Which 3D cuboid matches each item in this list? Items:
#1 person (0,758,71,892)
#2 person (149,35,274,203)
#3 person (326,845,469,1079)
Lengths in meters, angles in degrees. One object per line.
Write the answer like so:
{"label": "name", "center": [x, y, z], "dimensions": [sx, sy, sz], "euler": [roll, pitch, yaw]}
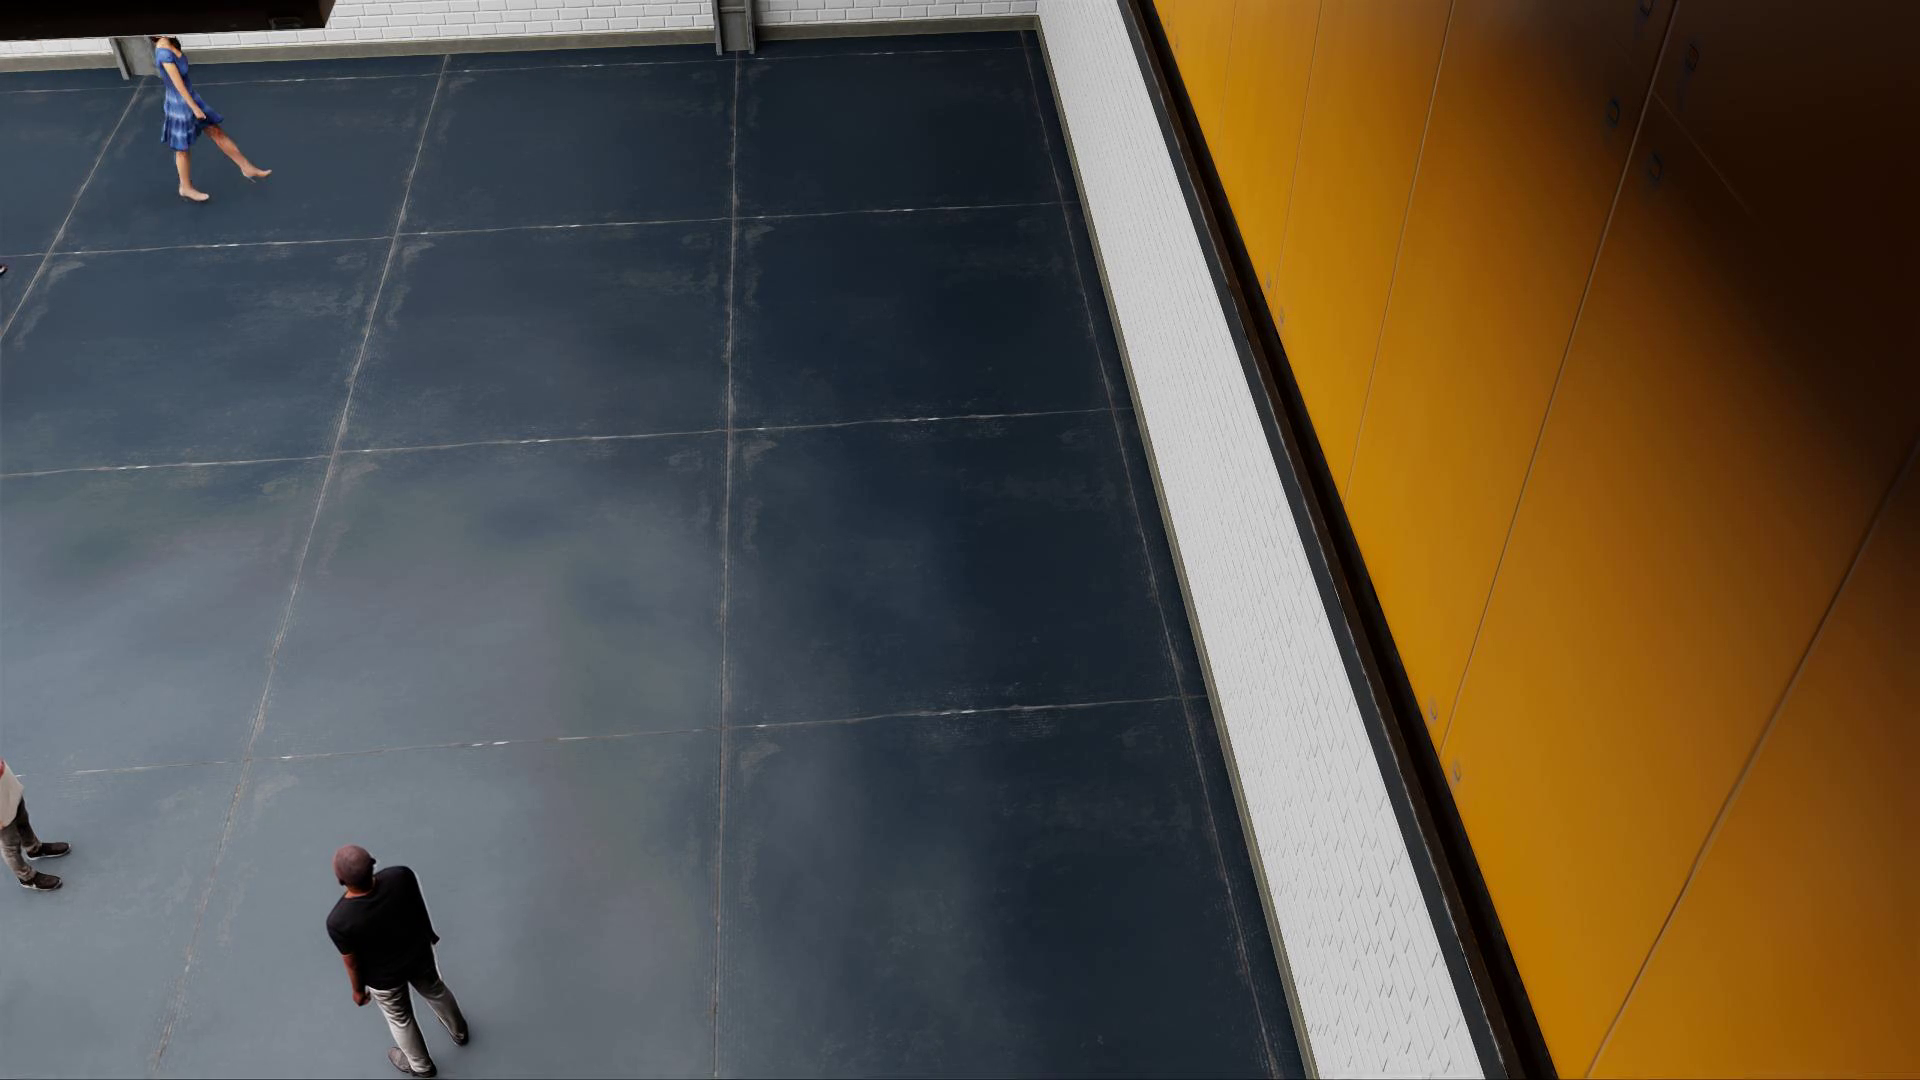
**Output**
{"label": "person", "center": [-5.482, 1.432, 9.433], "dimensions": [0.474, 1.444, 0.525], "euler": [-6, 44, -6]}
{"label": "person", "center": [-6.899, -3.761, 14.651], "dimensions": [1.107, 1.766, 0.793], "euler": [-13, 45, -13]}
{"label": "person", "center": [-2.863, 2.135, 8.435], "dimensions": [0.806, 1.804, 0.760], "euler": [27, 50, 25]}
